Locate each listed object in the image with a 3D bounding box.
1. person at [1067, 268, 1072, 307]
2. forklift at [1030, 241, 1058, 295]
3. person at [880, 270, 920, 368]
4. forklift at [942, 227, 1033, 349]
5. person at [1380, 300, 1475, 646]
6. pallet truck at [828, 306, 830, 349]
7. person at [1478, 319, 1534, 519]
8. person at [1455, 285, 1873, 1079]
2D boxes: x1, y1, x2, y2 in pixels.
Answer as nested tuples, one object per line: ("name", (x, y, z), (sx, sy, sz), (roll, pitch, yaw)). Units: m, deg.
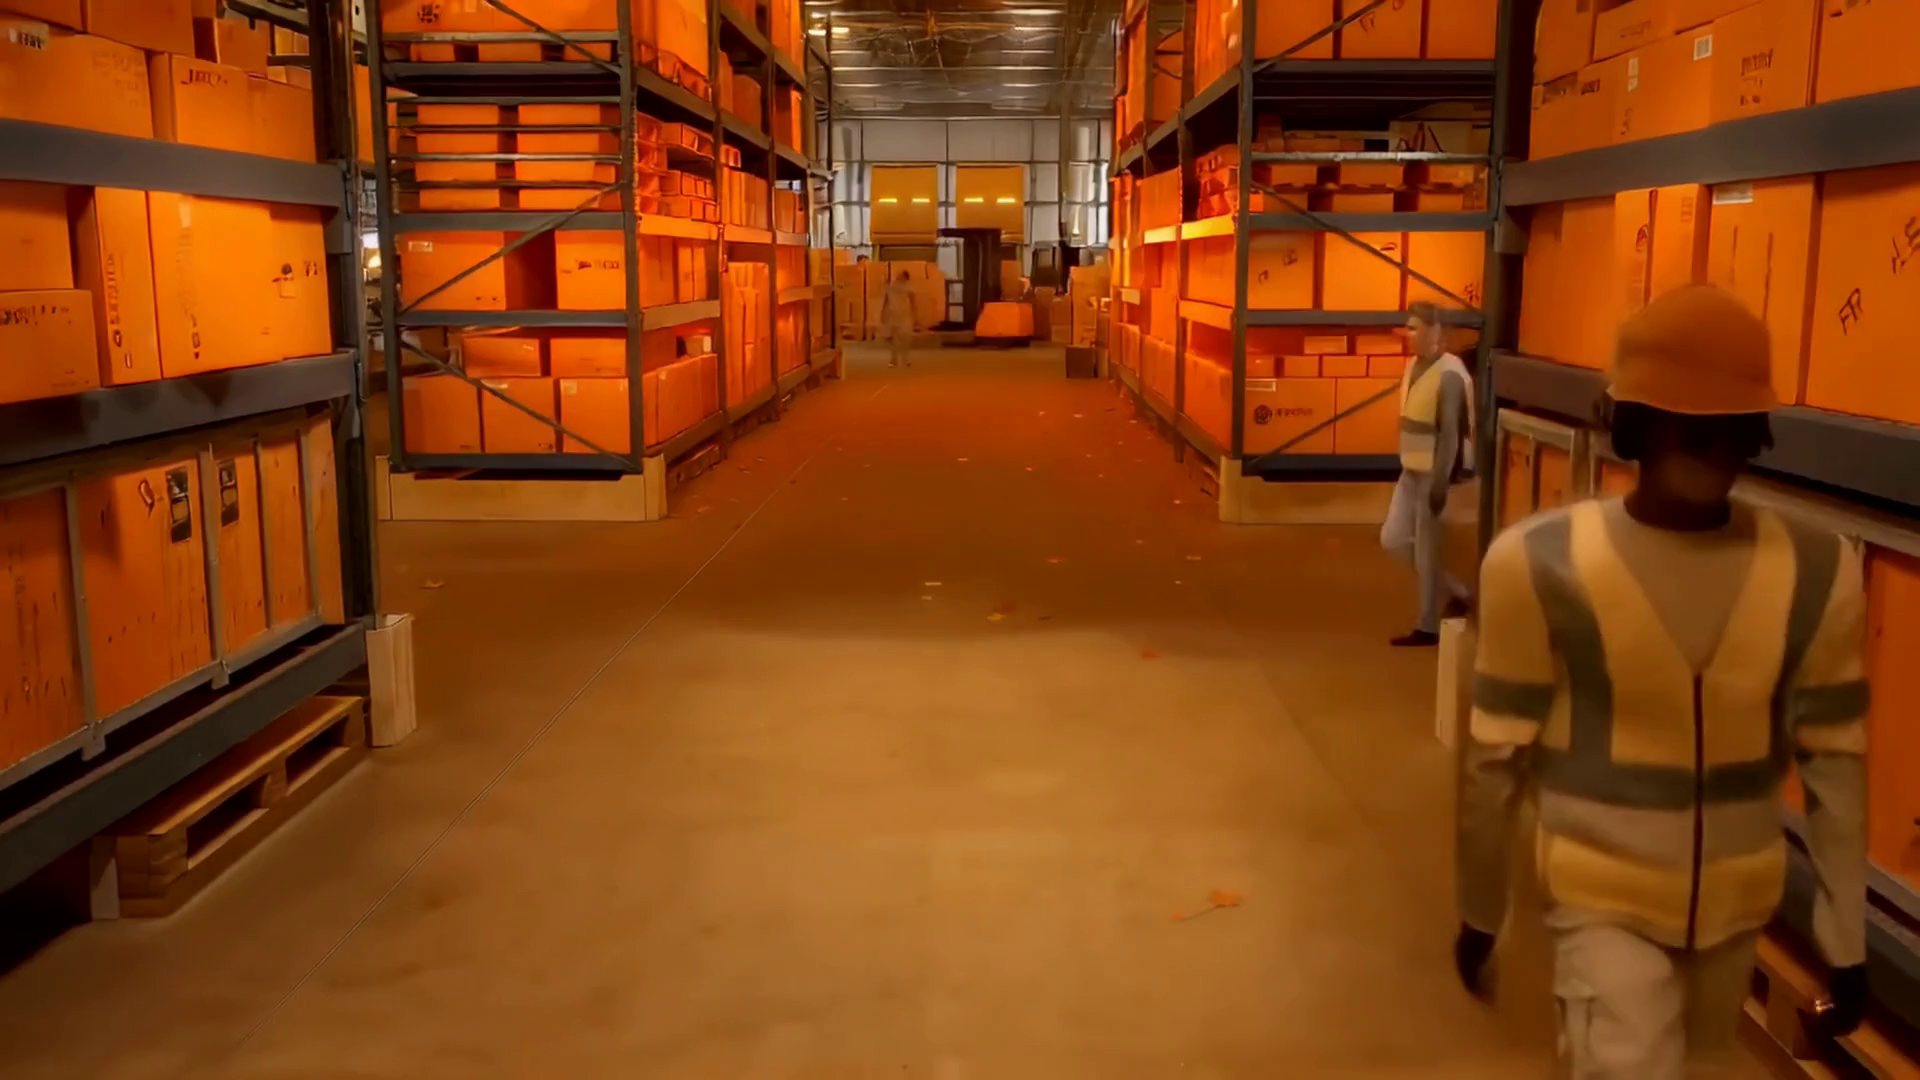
("person", (3.815, -8.286, 56.211), (0.984, 1.889, 0.650), (-3, 10, -20))
("forklift", (3.226, -10.111, 64.124), (1.129, 2.768, 1.873), (0, 9, 1))
("person", (-1.142, -4.226, 31.870), (0.739, 1.892, 0.410), (0, 9, -2))
("forklift", (0.667, -5.872, 38.734), (1.873, 2.768, 1.129), (4, 10, 23))
("person", (2.463, -0.341, 8.757), (0.432, 1.831, 0.578), (-2, 10, -9))
("pallet truck", (-3.100, -3.940, 29.800), (1.885, 1.965, 0.823), (3, 10, 19))
("person", (3.989, -0.770, 11.906), (0.361, 1.621, 0.517), (1, 10, 5))
("person", (1.171, 0.578, 2.782), (0.623, 1.994, 1.032), (0, 9, 1))
